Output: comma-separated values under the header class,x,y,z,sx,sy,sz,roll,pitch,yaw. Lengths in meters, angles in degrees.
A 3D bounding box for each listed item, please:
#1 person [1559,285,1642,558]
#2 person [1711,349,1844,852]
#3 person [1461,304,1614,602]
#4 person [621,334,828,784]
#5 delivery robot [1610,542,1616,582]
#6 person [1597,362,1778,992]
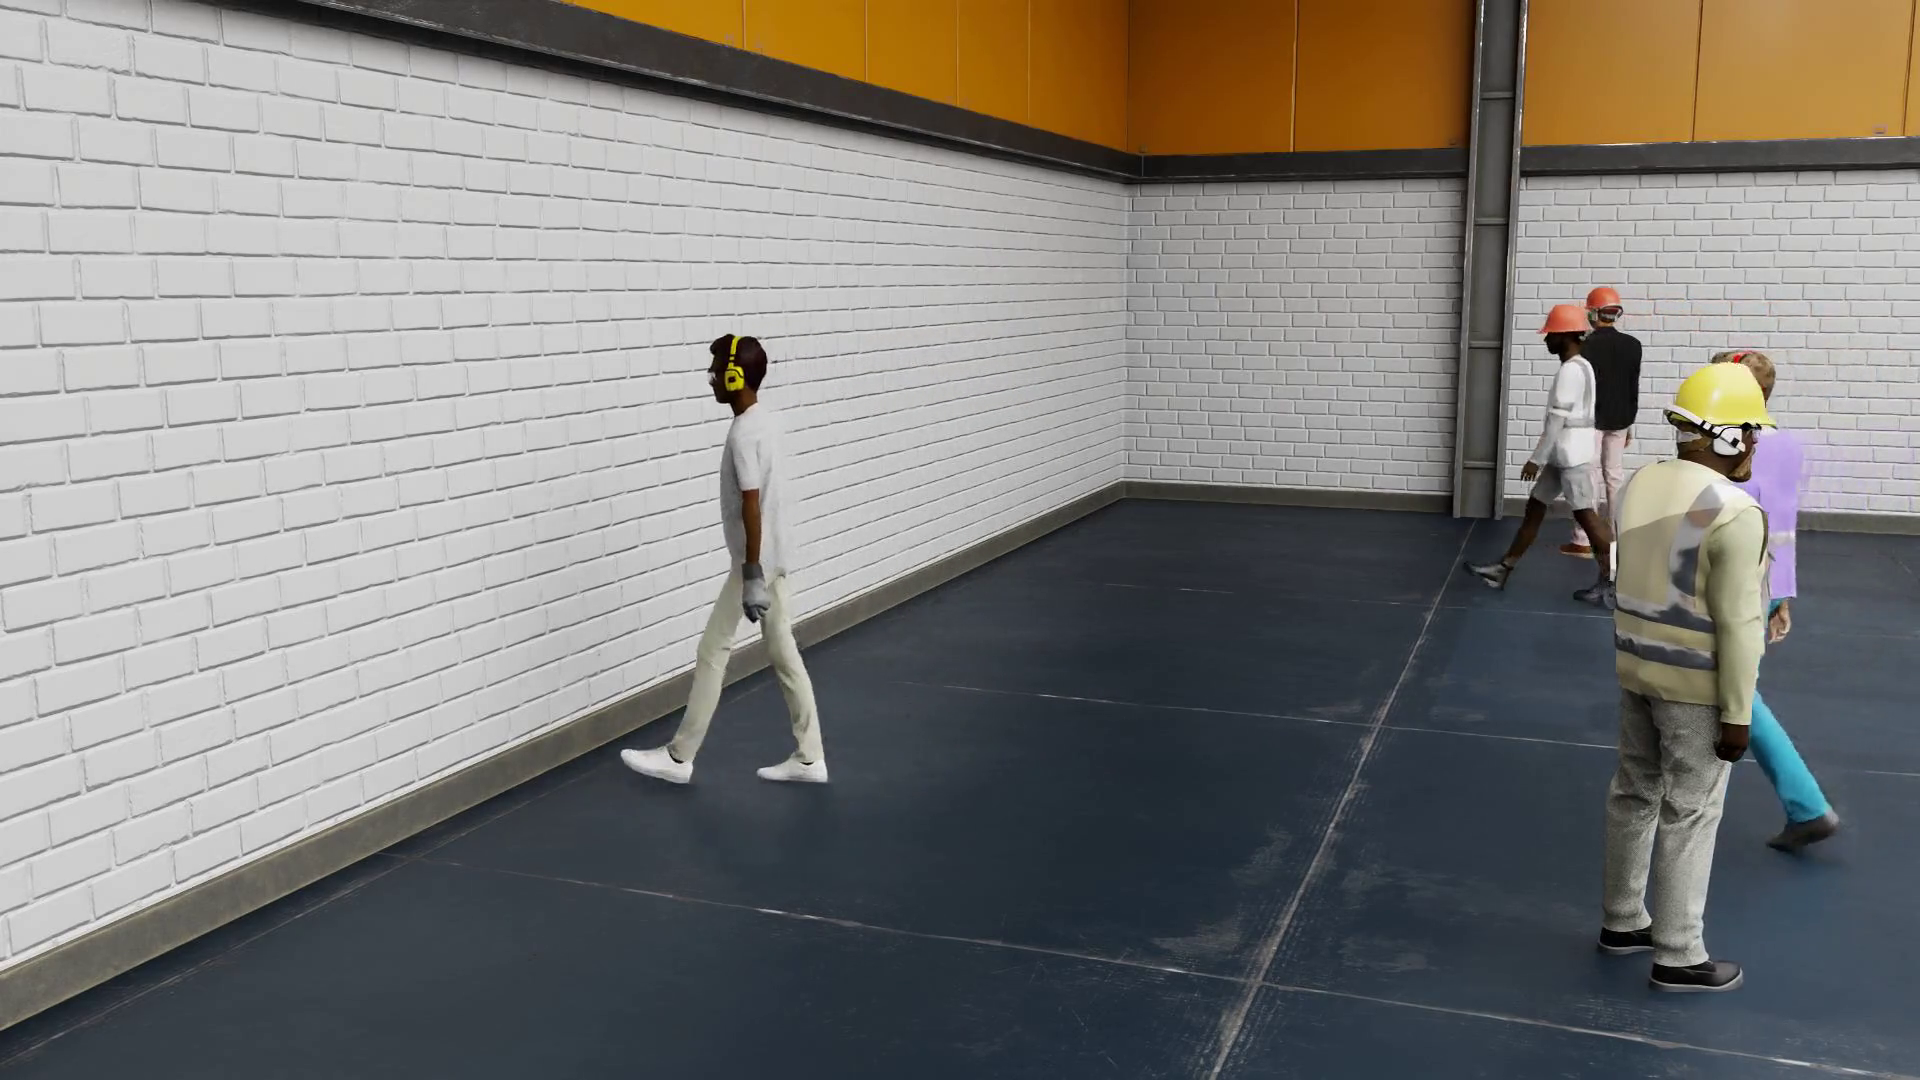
class,x,y,z,sx,sy,sz,roll,pitch,yaw
person,4.686,-0.860,12.204,0.621,1.992,0.393,-3,10,-18
person,2.873,0.204,6.109,0.580,1.808,0.920,-7,11,-36
person,3.776,-0.547,10.578,1.019,1.877,0.551,3,10,20
person,-0.952,0.095,6.723,0.888,1.831,0.538,2,9,11
delivery robot,4.305,0.150,10.076,0.477,0.478,0.707,-5,10,-30
person,2.122,0.399,4.845,0.403,1.825,0.591,-2,9,-12
